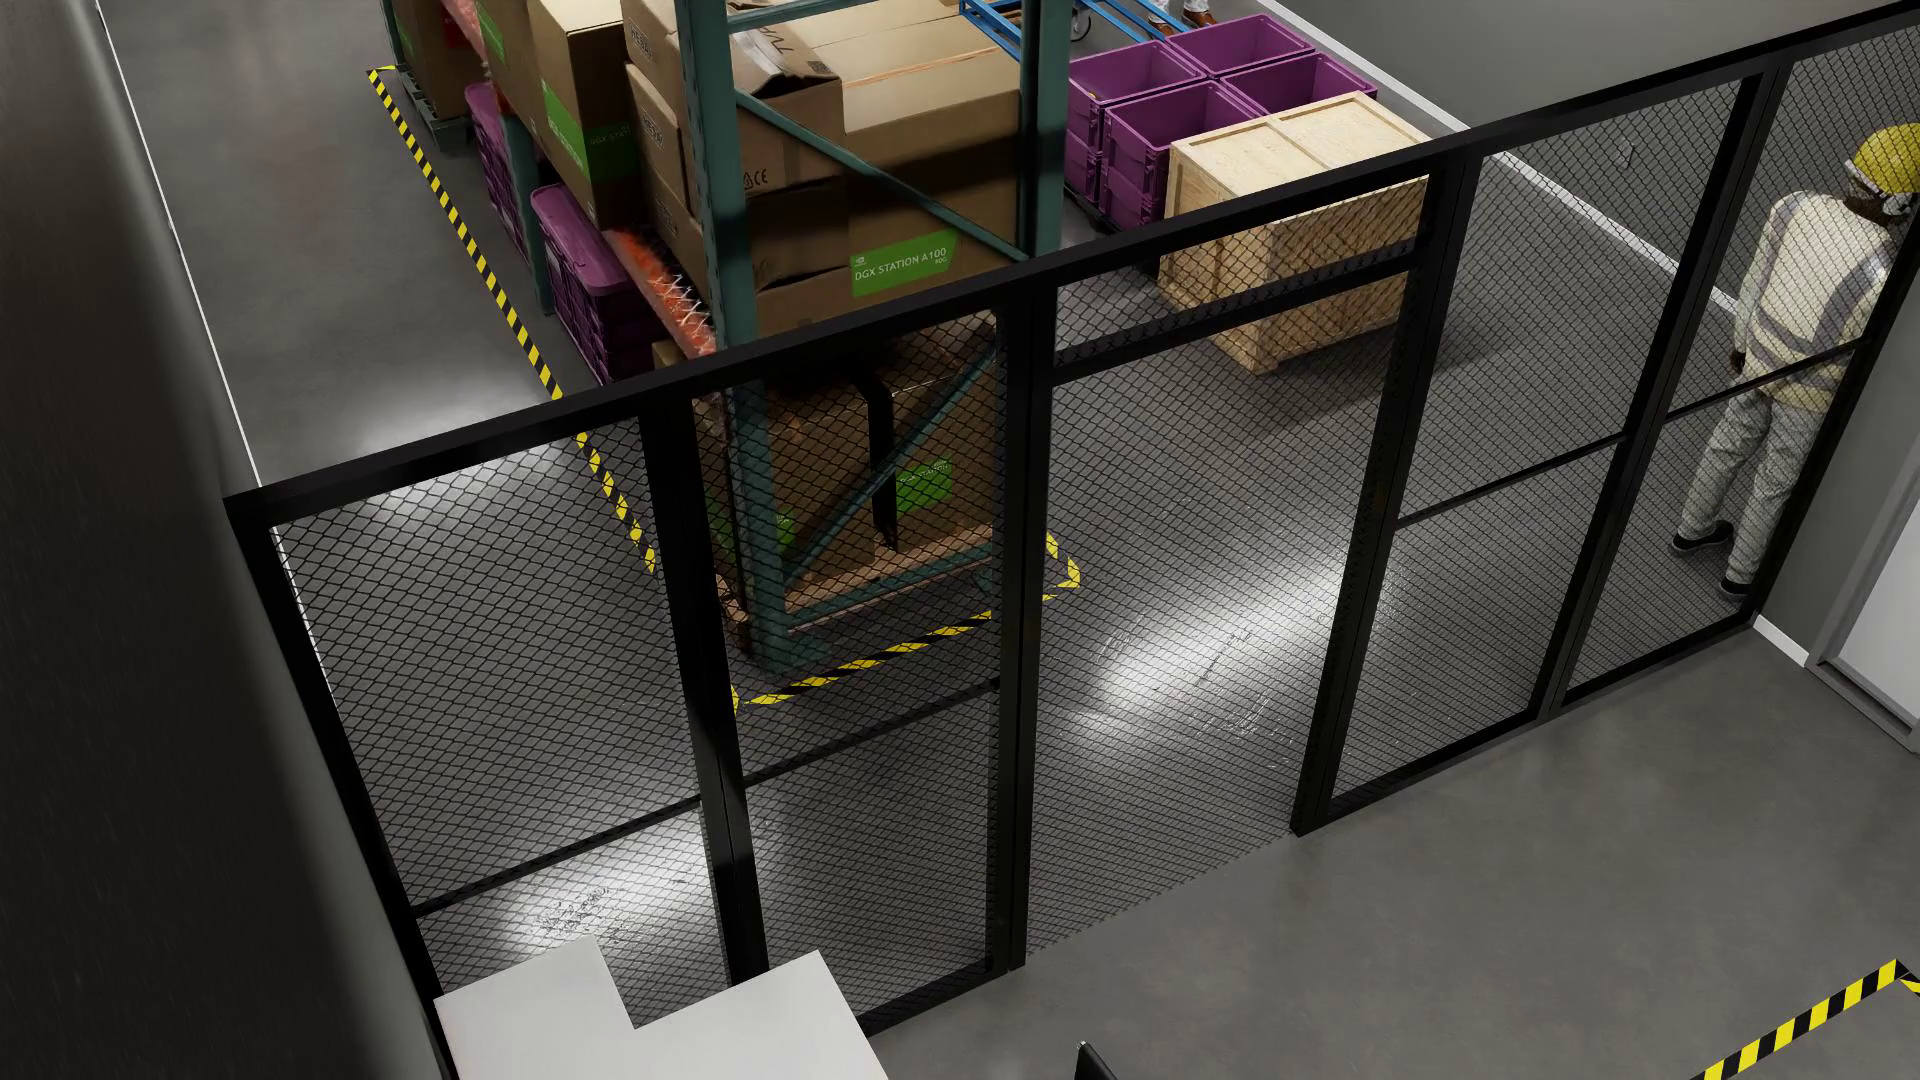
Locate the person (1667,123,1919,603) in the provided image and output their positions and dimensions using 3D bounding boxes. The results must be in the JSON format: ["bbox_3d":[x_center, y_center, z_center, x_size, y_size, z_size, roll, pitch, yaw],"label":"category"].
[{"bbox_3d":[2.872,-0.577,5.654,0.404,1.829,0.600,-14,44,-15],"label":"person"}]

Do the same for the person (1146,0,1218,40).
[{"bbox_3d":[1.286,-3.621,8.906,0.635,1.937,0.355,-22,47,-22],"label":"person"}]
